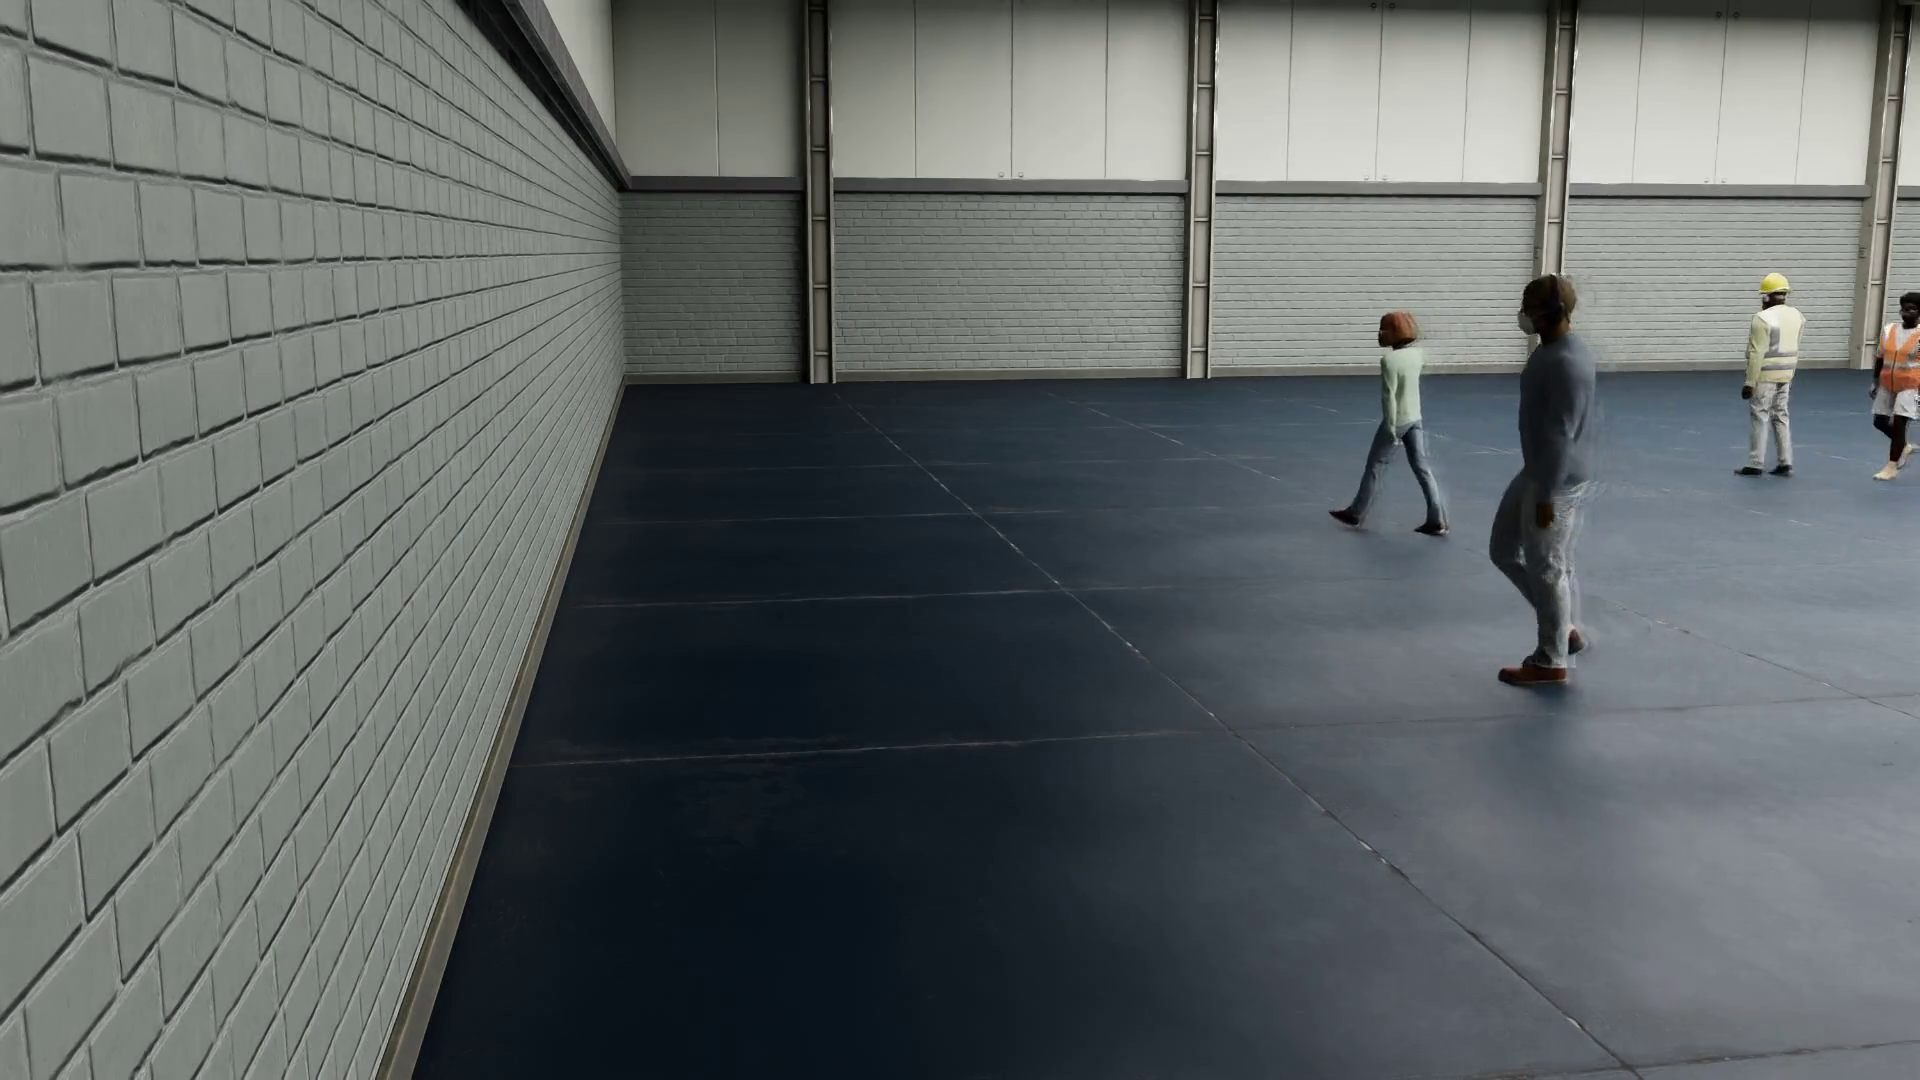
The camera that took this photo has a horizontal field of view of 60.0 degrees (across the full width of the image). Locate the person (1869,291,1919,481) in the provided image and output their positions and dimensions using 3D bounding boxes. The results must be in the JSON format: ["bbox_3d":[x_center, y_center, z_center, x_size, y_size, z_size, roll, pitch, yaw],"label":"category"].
[{"bbox_3d":[8.370,-1.360,14.700,0.527,1.678,0.545,-5,11,-27],"label":"person"}]

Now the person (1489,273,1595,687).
[{"bbox_3d":[2.690,-0.264,7.697,0.437,1.922,0.656,2,10,11],"label":"person"}]

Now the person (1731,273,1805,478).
[{"bbox_3d":[7.240,-1.453,14.854,0.619,1.827,0.447,-5,11,-25],"label":"person"}]

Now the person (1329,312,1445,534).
[{"bbox_3d":[3.147,-0.841,12.001,0.513,1.587,0.872,-9,13,-42],"label":"person"}]
